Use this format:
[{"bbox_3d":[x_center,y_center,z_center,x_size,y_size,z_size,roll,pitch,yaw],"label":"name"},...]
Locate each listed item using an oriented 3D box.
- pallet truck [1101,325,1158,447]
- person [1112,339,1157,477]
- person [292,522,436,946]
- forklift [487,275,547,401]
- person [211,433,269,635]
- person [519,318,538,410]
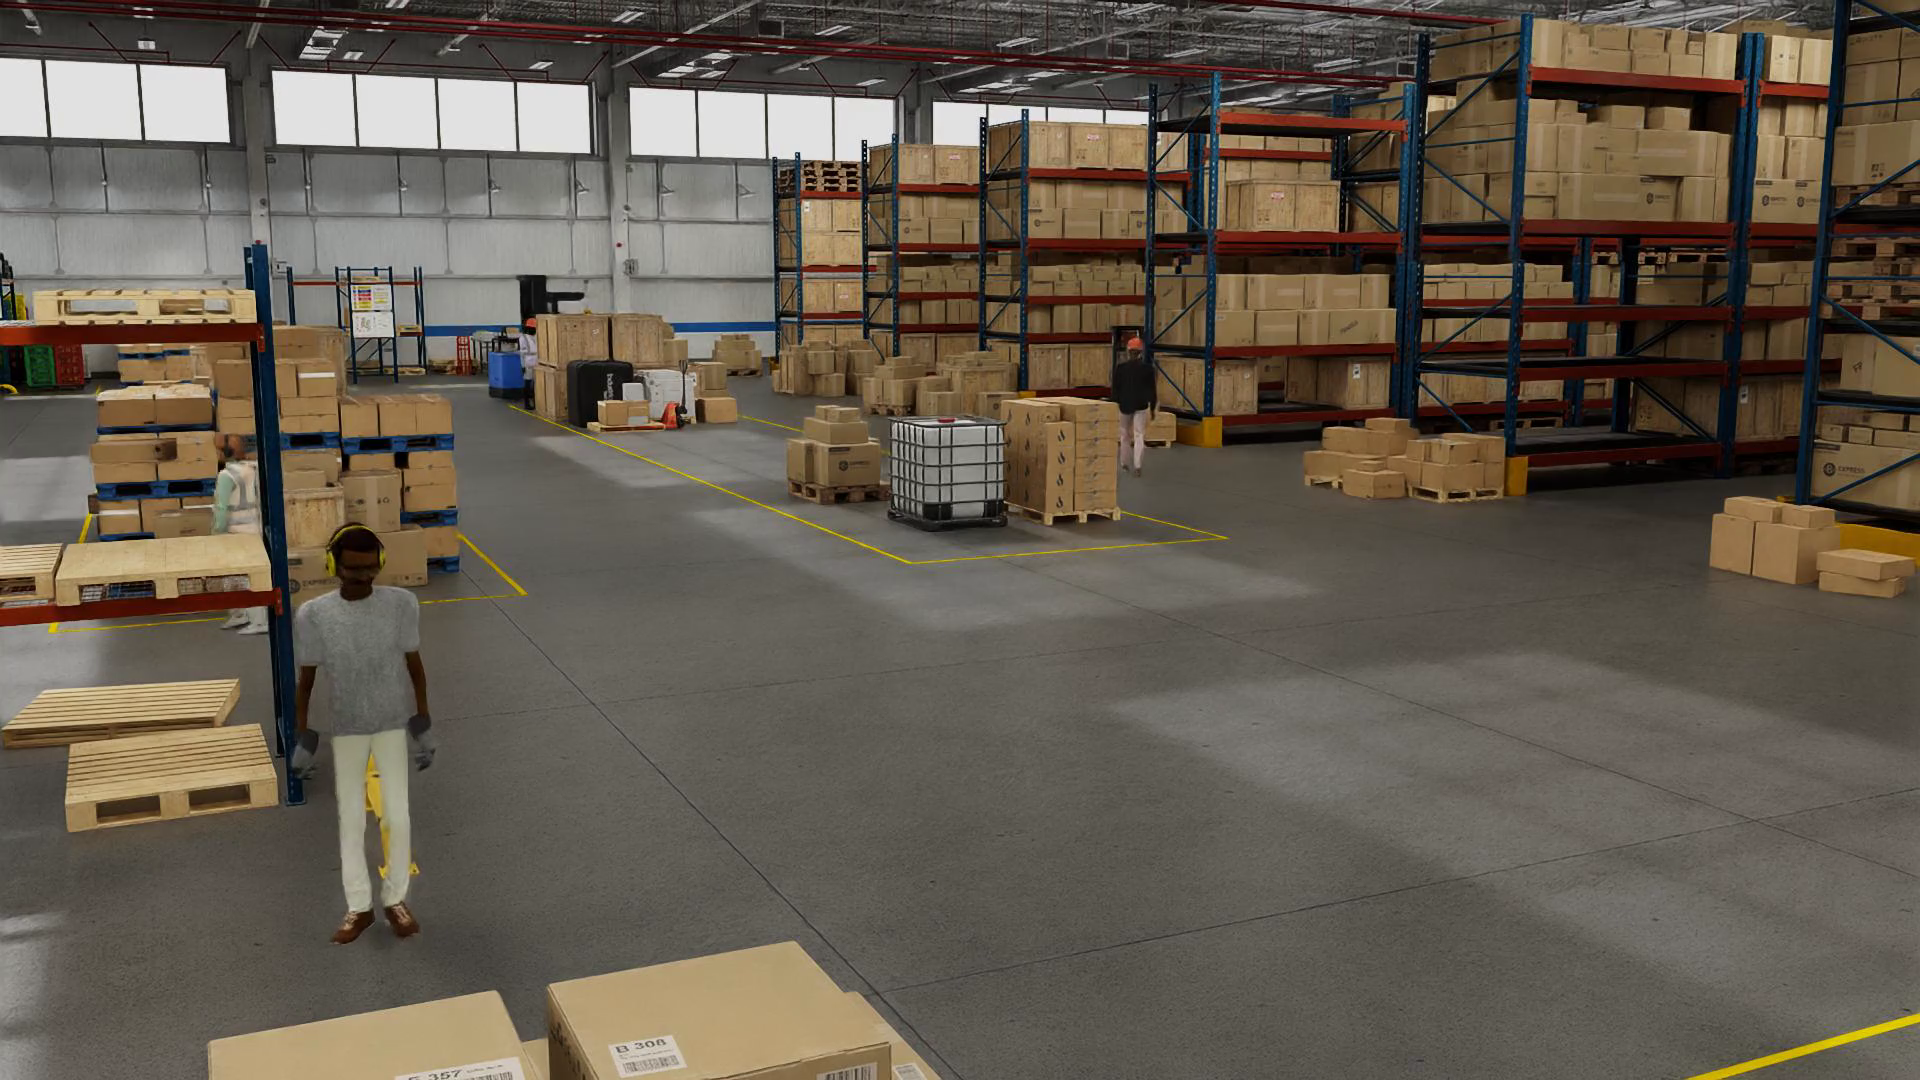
[{"bbox_3d":[2.881,-2.596,27.923,0.823,1.965,1.885,-1,9,-7],"label":"pallet truck"},{"bbox_3d":[2.487,-1.888,23.723,0.645,1.940,1.054,0,9,3],"label":"person"},{"bbox_3d":[-2.559,0.832,7.132,0.571,1.851,0.377,-3,10,-20],"label":"person"},{"bbox_3d":[-9.637,-4.589,37.561,1.873,2.768,1.129,-7,11,-36],"label":"forklift"},{"bbox_3d":[-5.800,-0.039,13.230,0.578,1.618,0.534,-1,9,-6],"label":"person"},{"bbox_3d":[-8.966,-3.695,34.937,0.378,1.932,0.551,7,12,38],"label":"person"}]
